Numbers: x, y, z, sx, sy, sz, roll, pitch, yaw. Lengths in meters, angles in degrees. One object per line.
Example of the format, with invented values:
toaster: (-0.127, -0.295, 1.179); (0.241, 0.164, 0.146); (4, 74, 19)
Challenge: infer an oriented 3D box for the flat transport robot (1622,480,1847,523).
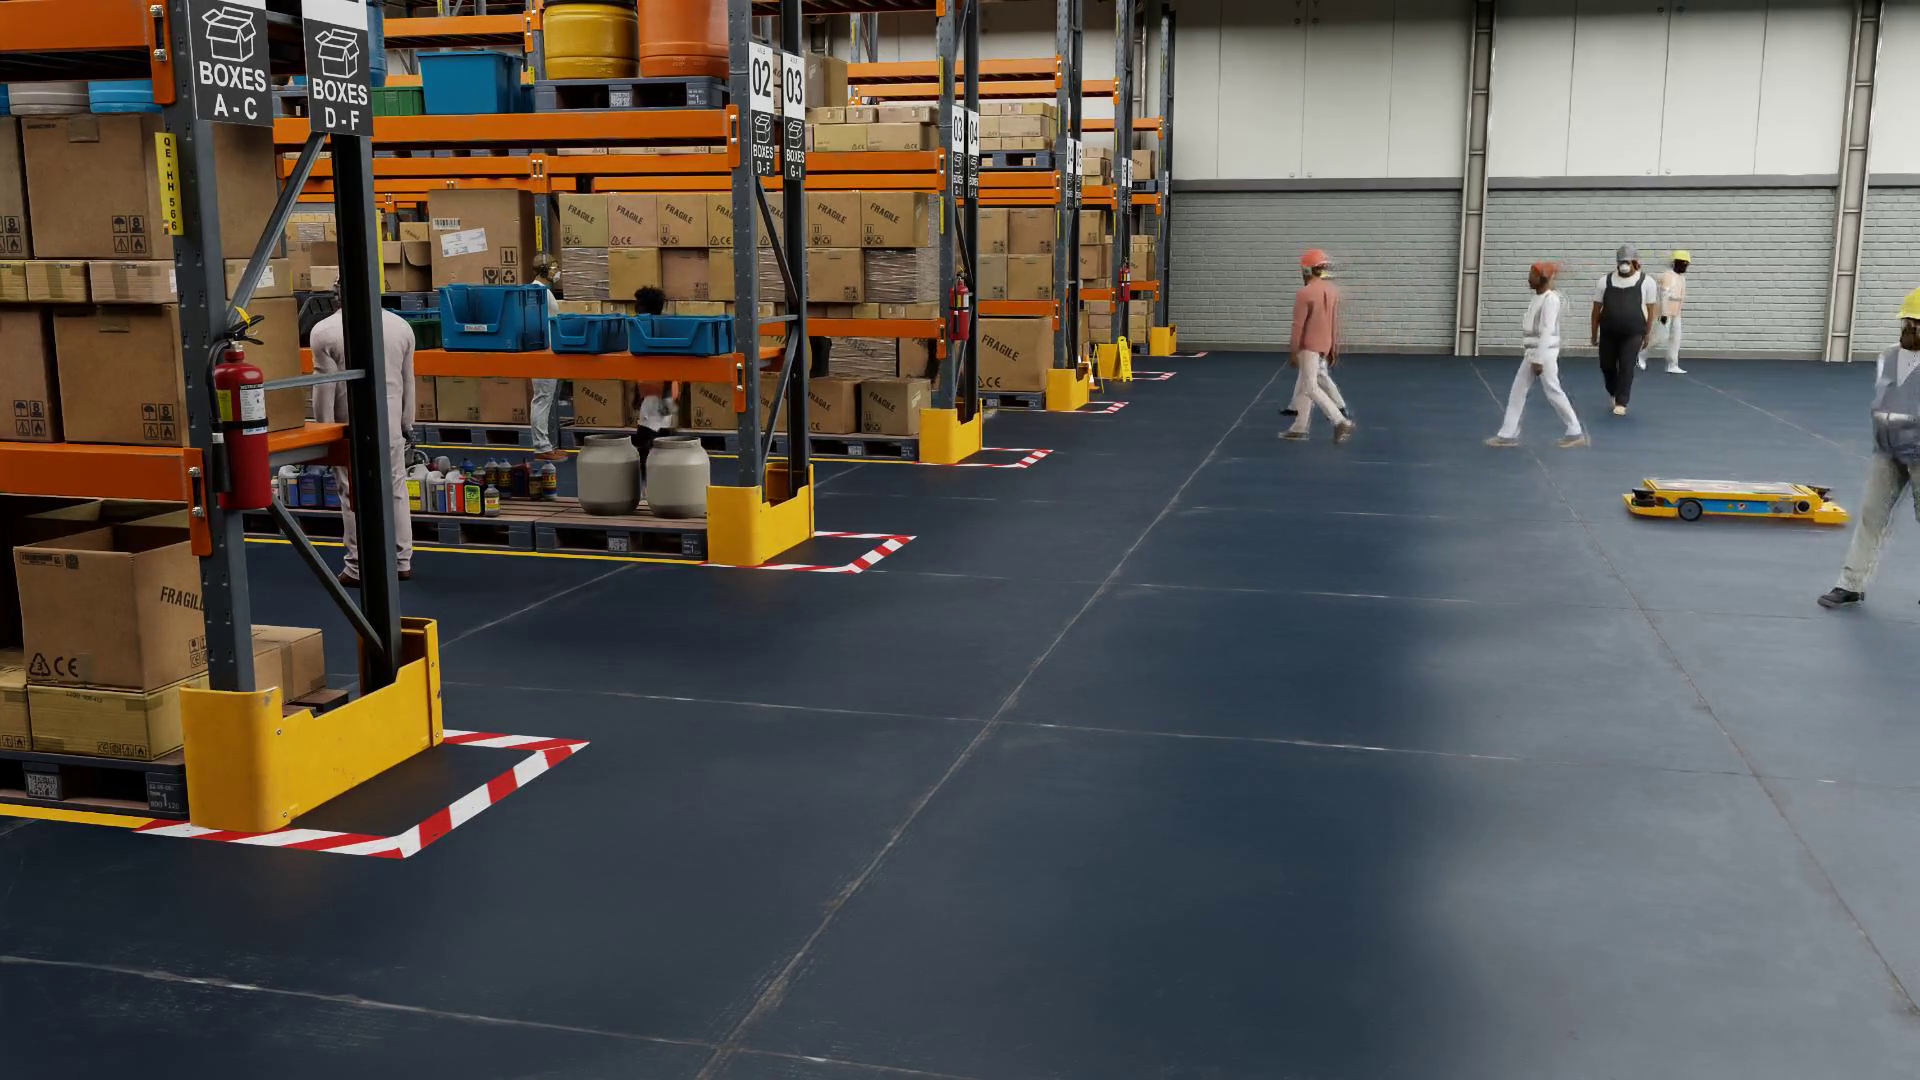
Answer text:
flat transport robot: (5.707, -0.302, 12.312); (1.431, 0.197, 0.652); (3, 11, 15)

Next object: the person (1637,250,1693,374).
person: (10.878, -3.514, 25.599); (0.615, 1.901, 0.749); (-7, 12, -35)

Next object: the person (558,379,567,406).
person: (-5.332, -2.583, 20.567); (1.018, 1.853, 0.600); (2, 10, 10)

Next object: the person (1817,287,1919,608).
person: (5.259, -0.498, 9.205); (0.849, 1.794, 0.612); (-4, 11, -22)

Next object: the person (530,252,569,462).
person: (-3.844, -1.681, 15.371); (0.364, 1.934, 0.625); (-2, 11, -13)

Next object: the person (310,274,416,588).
person: (-3.527, -0.673, 9.829); (0.409, 1.913, 0.642); (9, 13, 40)

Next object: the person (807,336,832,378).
person: (-1.564, -2.341, 18.828); (0.376, 1.997, 0.612); (0, 10, 3)

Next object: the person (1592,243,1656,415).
person: (7.849, -2.521, 19.704); (0.685, 2.000, 0.807); (6, 12, 31)

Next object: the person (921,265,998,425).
person: (-0.090, -2.096, 18.044); (0.967, 1.787, 0.508); (-3, 11, -16)

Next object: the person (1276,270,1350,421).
person: (4.066, -2.244, 18.887); (0.950, 1.791, 0.605); (8, 13, 37)

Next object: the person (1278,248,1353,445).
person: (3.596, -1.931, 16.672); (0.624, 1.967, 0.903); (-10, 14, -43)

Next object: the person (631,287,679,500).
person: (-2.476, -1.114, 12.933); (0.734, 1.667, 0.545); (-4, 11, -23)

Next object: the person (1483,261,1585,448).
person: (5.738, -1.813, 16.358); (0.970, 1.841, 0.591); (0, 10, 1)
